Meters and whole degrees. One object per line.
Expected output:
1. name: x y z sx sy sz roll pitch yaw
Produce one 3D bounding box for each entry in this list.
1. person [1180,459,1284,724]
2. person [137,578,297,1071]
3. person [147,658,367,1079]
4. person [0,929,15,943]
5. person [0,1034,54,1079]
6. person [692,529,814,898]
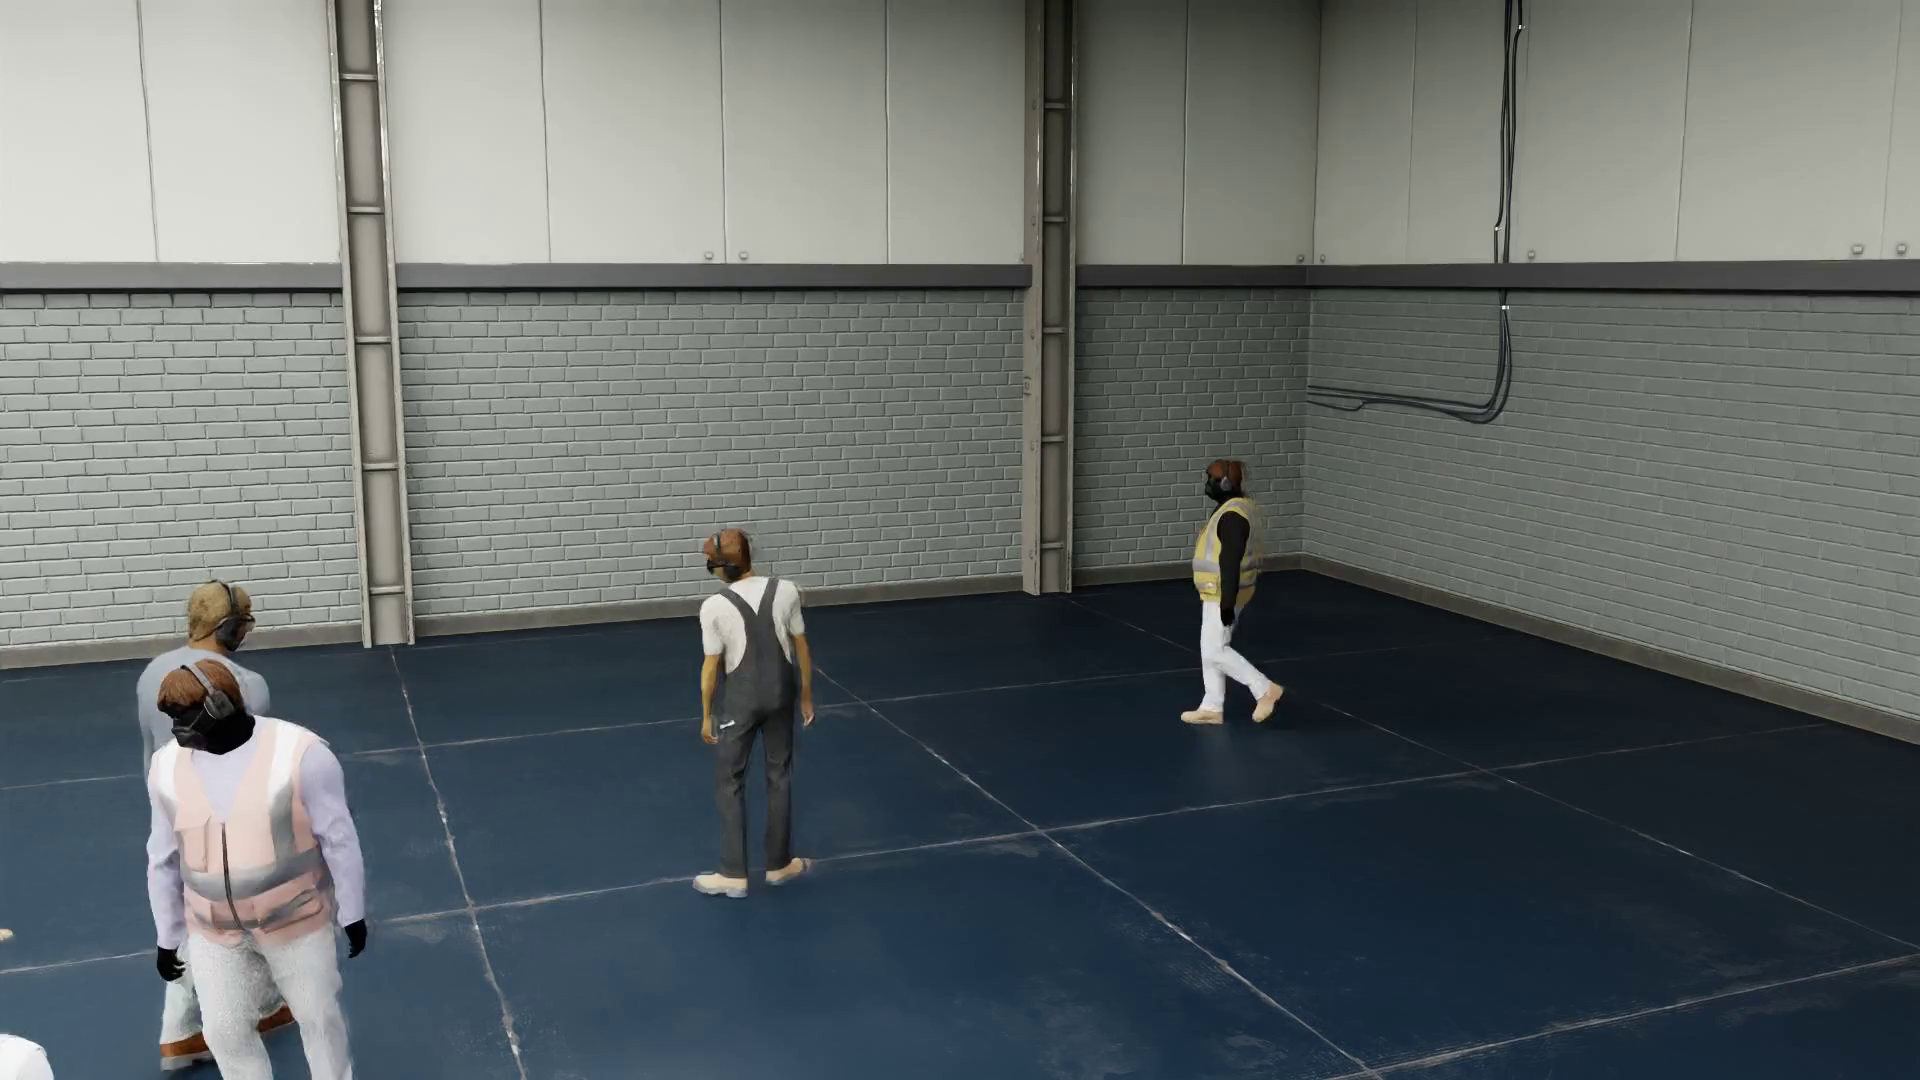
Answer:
1. person: 1.817 0.364 11.106 0.584 1.821 0.640 1 9 6
2. person: -2.798 1.079 6.389 0.696 1.896 0.669 4 10 25
3. person: -2.325 1.266 5.555 0.692 1.801 0.505 0 9 -3
4. person: -4.776 1.060 7.305 0.889 1.659 0.534 -2 9 -14
5. person: -1.987 1.596 3.238 0.775 1.870 0.530 1 9 8
6. person: -1.017 0.846 8.151 0.651 1.809 0.355 -4 10 -21
